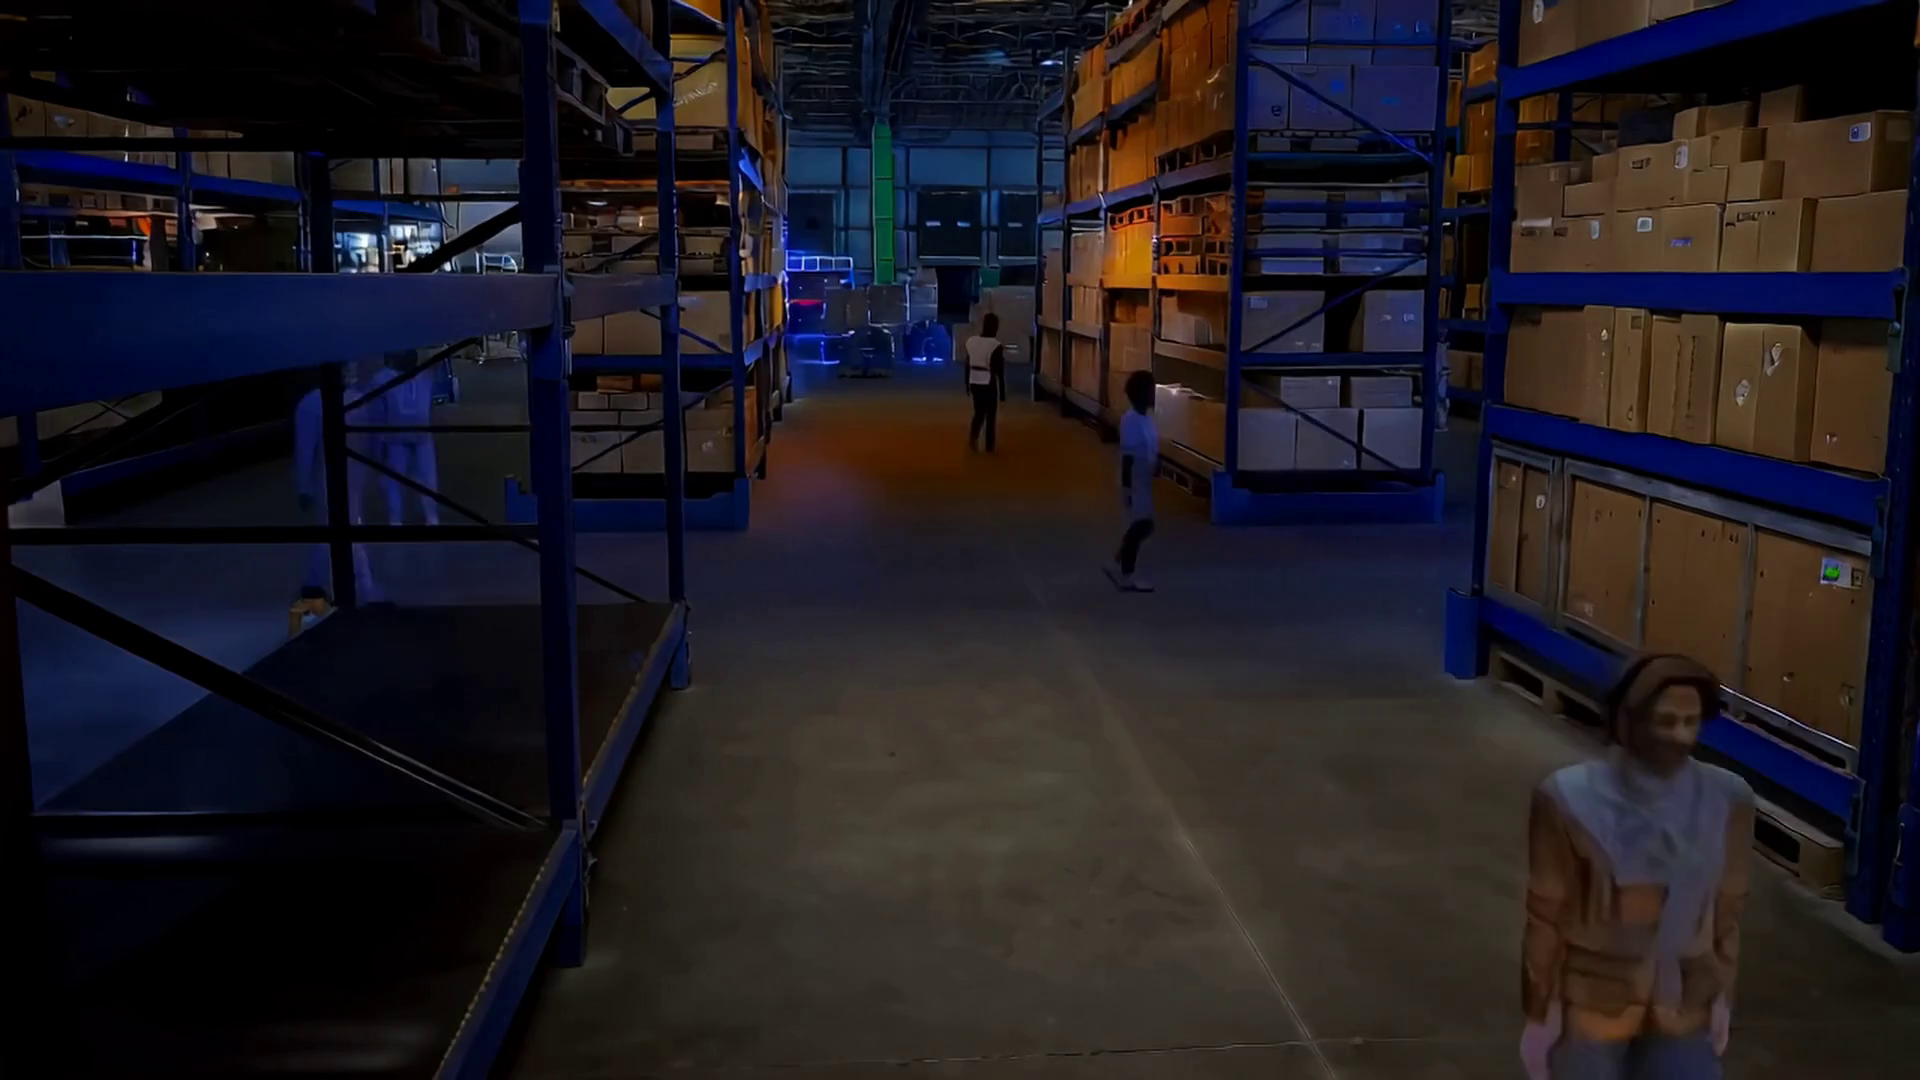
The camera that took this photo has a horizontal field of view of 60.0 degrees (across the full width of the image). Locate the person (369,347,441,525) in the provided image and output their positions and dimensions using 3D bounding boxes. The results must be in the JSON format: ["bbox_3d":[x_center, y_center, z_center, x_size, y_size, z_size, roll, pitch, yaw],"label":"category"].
[{"bbox_3d":[-4.942,-0.879,14.998,0.792,1.808,0.660,9,13,44],"label":"person"}]

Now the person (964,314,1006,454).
[{"bbox_3d":[0.345,-2.088,22.360,0.647,1.894,0.506,7,12,39],"label":"person"}]

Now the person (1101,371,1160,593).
[{"bbox_3d":[1.347,-0.423,12.499,0.356,1.687,0.544,4,10,22],"label":"person"}]

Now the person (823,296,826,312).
[{"bbox_3d":[-5.540,-9.284,67.362,0.343,1.942,0.552,-5,10,-30],"label":"person"}]

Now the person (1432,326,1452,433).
[{"bbox_3d":[7.356,-2.454,25.463,0.318,1.630,0.513,4,10,26],"label":"person"}]

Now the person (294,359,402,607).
[{"bbox_3d":[-4.421,-0.416,11.863,1.011,1.893,0.647,4,10,23],"label":"person"}]

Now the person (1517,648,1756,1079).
[{"bbox_3d":[1.442,1.028,3.608,0.527,1.630,0.392,0,9,-2],"label":"person"}]

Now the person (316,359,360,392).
[{"bbox_3d":[-7.704,-1.701,20.541,0.557,1.674,0.593,0,9,0],"label":"person"}]
